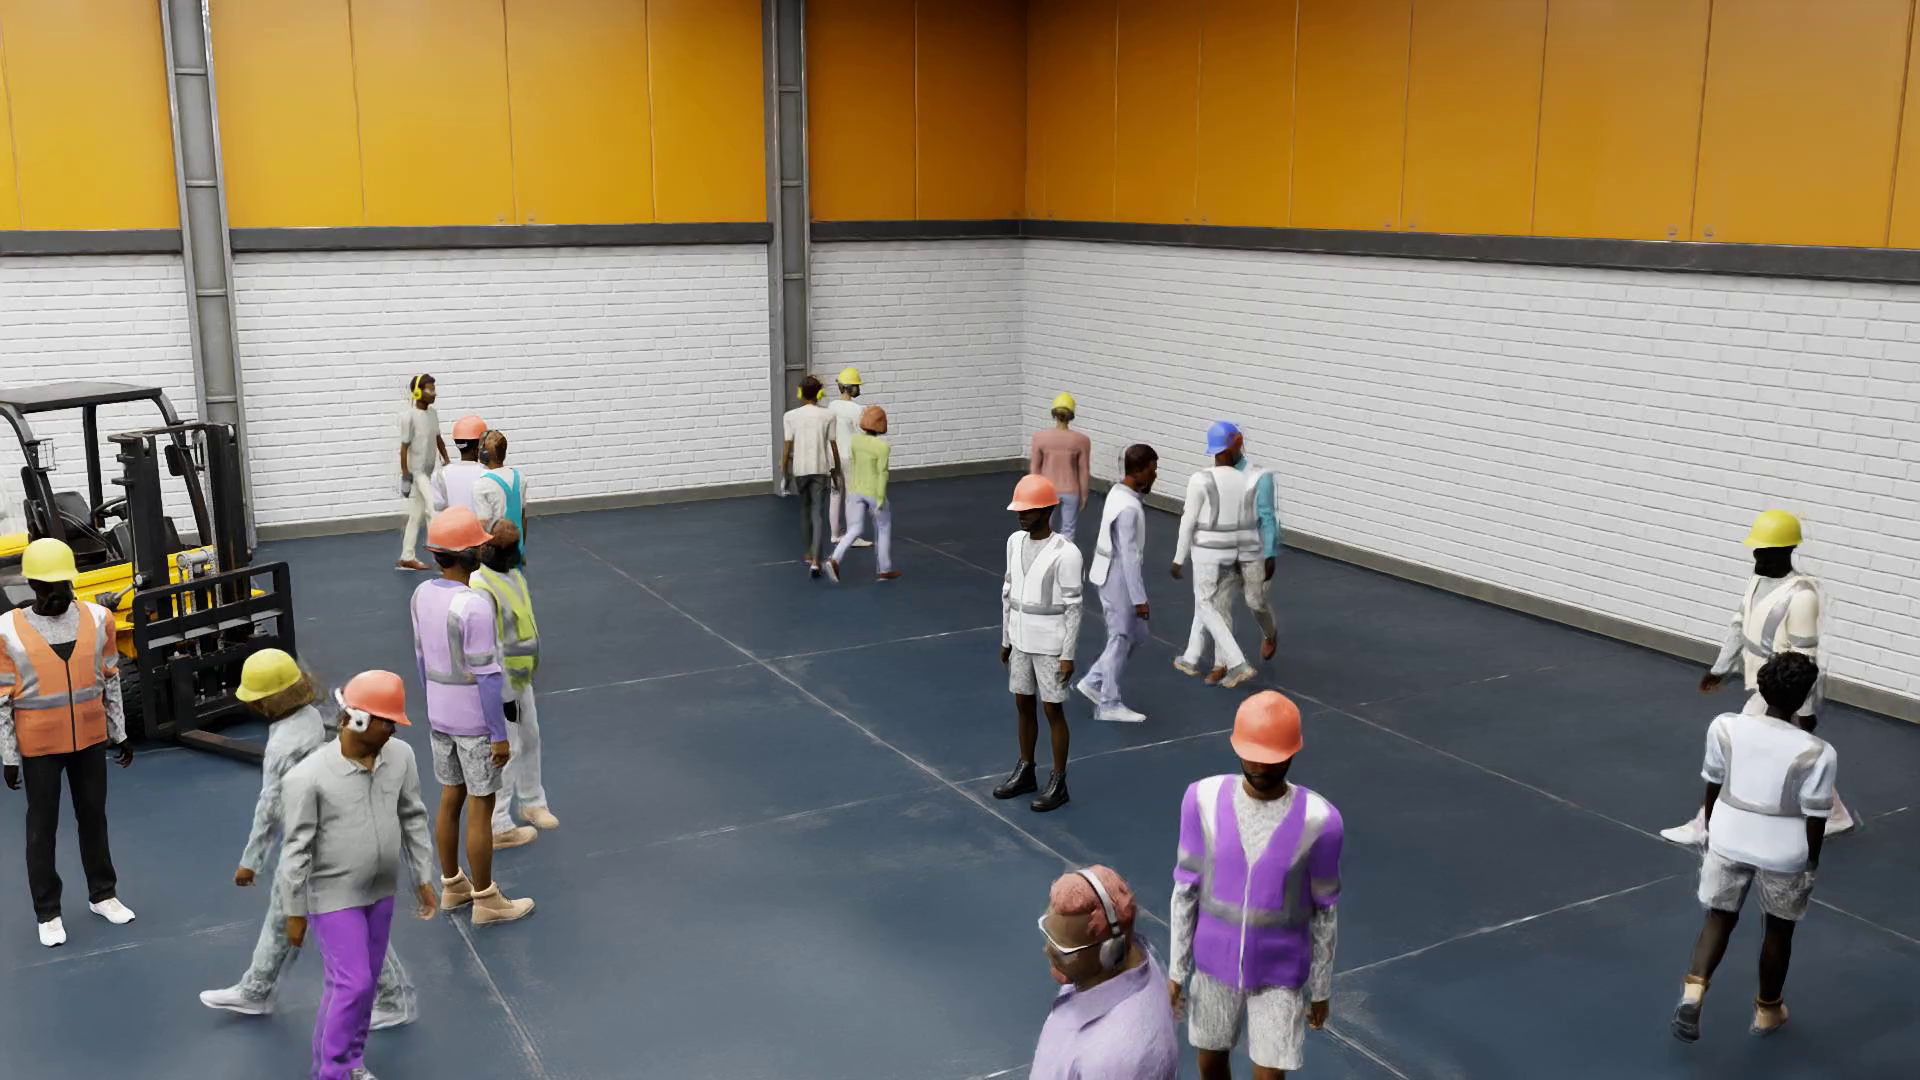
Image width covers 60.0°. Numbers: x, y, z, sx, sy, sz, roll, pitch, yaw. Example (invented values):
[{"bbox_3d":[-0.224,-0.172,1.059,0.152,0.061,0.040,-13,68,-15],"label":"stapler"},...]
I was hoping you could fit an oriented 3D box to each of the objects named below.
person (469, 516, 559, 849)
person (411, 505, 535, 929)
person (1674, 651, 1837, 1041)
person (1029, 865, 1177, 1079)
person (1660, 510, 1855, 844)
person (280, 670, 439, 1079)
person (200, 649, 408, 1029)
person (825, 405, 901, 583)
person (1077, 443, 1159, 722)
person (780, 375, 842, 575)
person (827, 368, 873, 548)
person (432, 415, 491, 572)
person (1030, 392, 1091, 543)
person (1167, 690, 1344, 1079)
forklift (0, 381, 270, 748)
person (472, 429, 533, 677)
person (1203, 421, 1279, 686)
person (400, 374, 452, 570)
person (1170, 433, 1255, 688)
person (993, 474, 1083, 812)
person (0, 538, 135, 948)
[{"bbox_3d":[-2.468,0.761,8.941,0.433,1.822,0.663,1,12,2],"label":"person"},{"bbox_3d":[-2.358,0.845,7.985,0.607,2.048,0.367,10,16,40],"label":"person"},{"bbox_3d":[3.257,1.281,6.818,0.536,1.672,0.648,12,17,43],"label":"person"},{"bbox_3d":[0.396,1.715,4.320,0.493,1.884,0.701,1,12,3],"label":"person"},{"bbox_3d":[4.374,0.748,8.869,1.015,1.876,0.592,2,12,8],"label":"person"},{"bbox_3d":[-2.286,1.353,6.411,0.550,1.707,0.583,7,14,31],"label":"person"},{"bbox_3d":[-2.774,1.258,6.908,0.897,1.679,0.494,-3,12,-12],"label":"person"},{"bbox_3d":[-0.858,-0.395,14.838,0.497,1.606,0.723,10,16,40],"label":"person"},{"bbox_3d":[1.072,0.294,10.929,0.454,1.894,0.618,1,12,6],"label":"person"},{"bbox_3d":[-1.378,-0.593,15.368,0.554,1.823,1.041,0,12,1],"label":"person"},{"bbox_3d":[-1.104,-0.809,16.406,0.330,1.765,0.526,-11,16,-43],"label":"person"},{"bbox_3d":[-3.449,0.076,11.860,0.545,1.933,0.376,2,12,7],"label":"person"},{"bbox_3d":[0.877,-0.412,14.554,0.539,1.750,0.578,0,12,2],"label":"person"},{"bbox_3d":[0.995,1.420,5.640,0.559,1.950,0.607,5,13,22],"label":"person"},{"bbox_3d":[-5.853,0.085,11.199,2.313,2.155,1.214,7,14,28],"label":"forklift"},{"bbox_3d":[-3.270,0.128,11.821,0.338,1.845,0.514,5,13,23],"label":"person"},{"bbox_3d":[2.057,0.060,12.028,0.654,1.898,0.868,9,15,35],"label":"person"},{"bbox_3d":[-4.819,-0.599,15.249,0.873,1.835,0.526,2,12,7],"label":"person"},{"bbox_3d":[1.832,0.121,11.873,0.599,1.863,0.724,-8,15,-34],"label":"person"},{"bbox_3d":[0.430,0.582,9.476,0.361,1.935,0.553,-11,17,-43],"label":"person"},{"bbox_3d":[-4.225,0.932,7.854,0.369,1.929,0.586,10,16,40],"label":"person"}]
